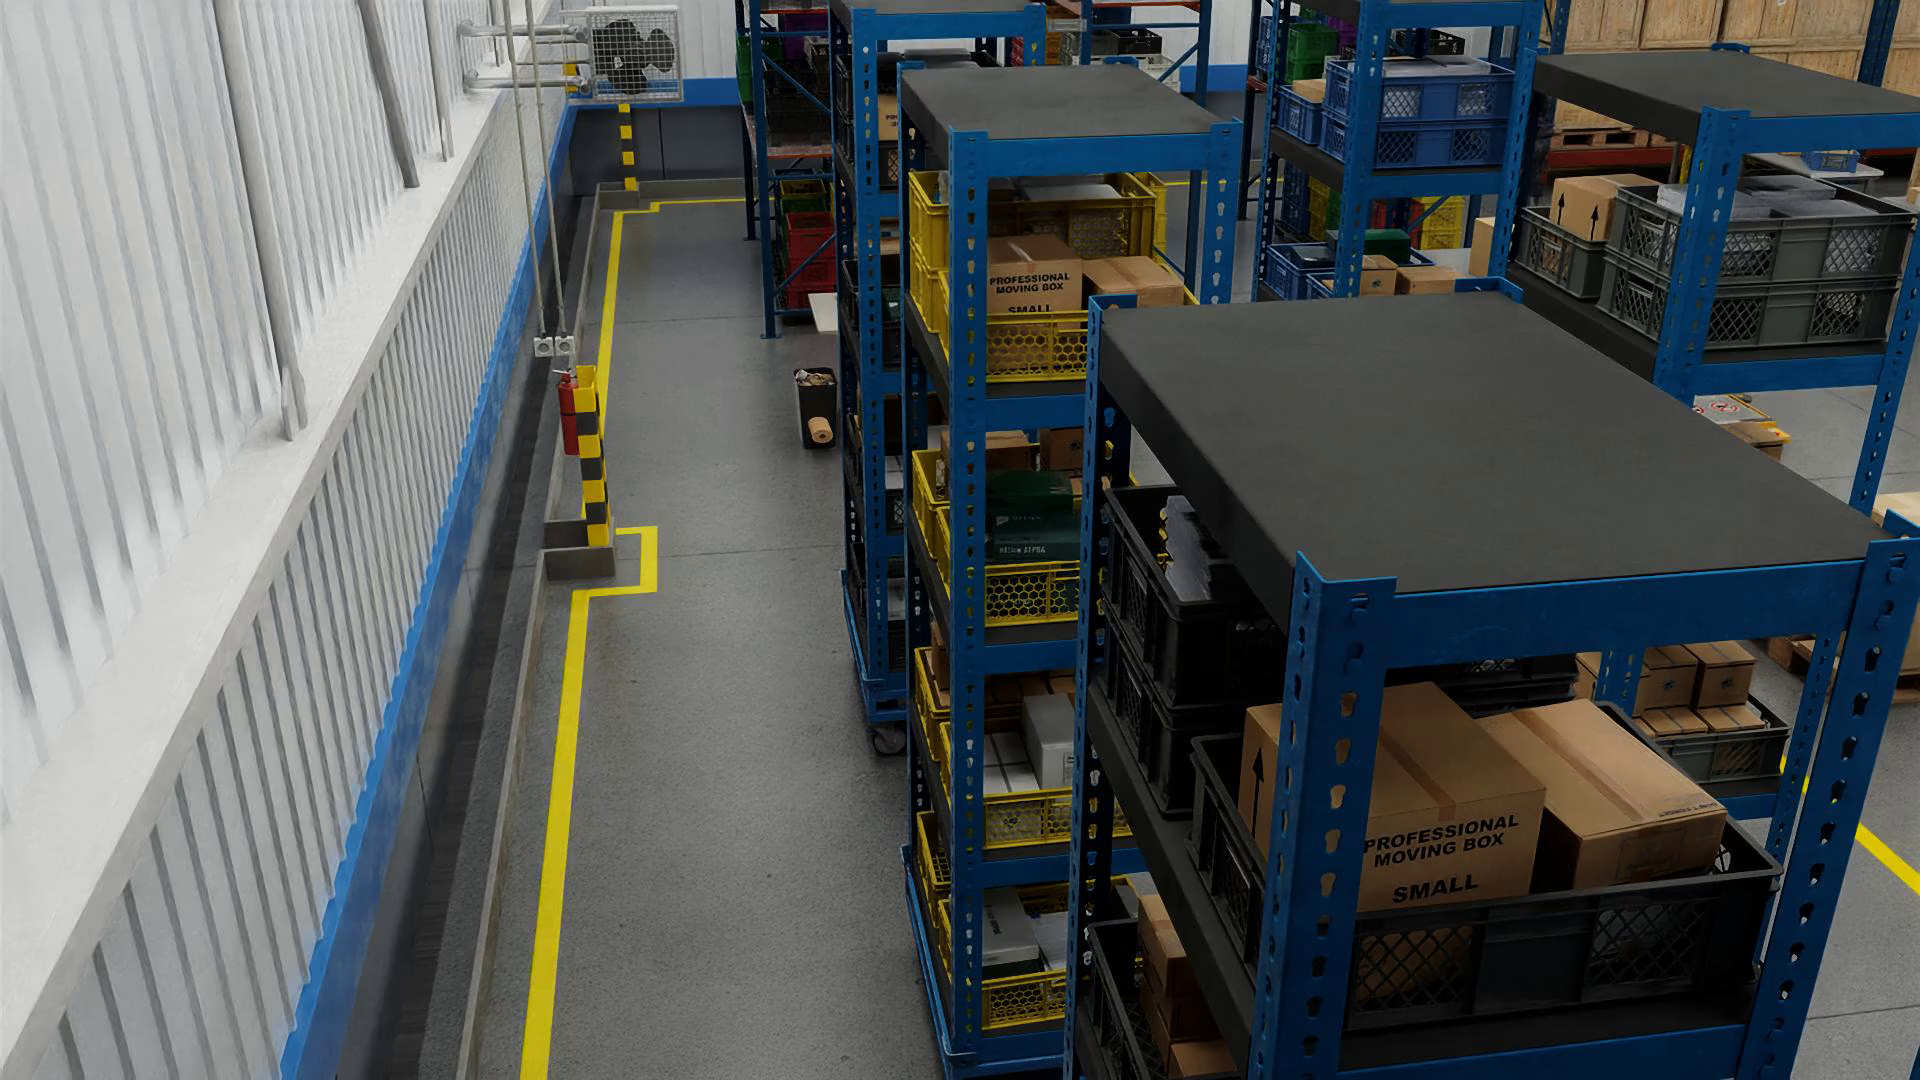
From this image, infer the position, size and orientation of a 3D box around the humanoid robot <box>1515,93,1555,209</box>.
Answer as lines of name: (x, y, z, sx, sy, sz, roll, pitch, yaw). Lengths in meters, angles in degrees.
humanoid robot: (6.284, -4.390, 18.140, 0.320, 1.657, 0.612, 0, 25, 0)

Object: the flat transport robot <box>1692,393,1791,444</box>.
flat transport robot: (5.224, -0.859, 12.132, 1.431, 0.197, 0.652, -4, 25, -8)
